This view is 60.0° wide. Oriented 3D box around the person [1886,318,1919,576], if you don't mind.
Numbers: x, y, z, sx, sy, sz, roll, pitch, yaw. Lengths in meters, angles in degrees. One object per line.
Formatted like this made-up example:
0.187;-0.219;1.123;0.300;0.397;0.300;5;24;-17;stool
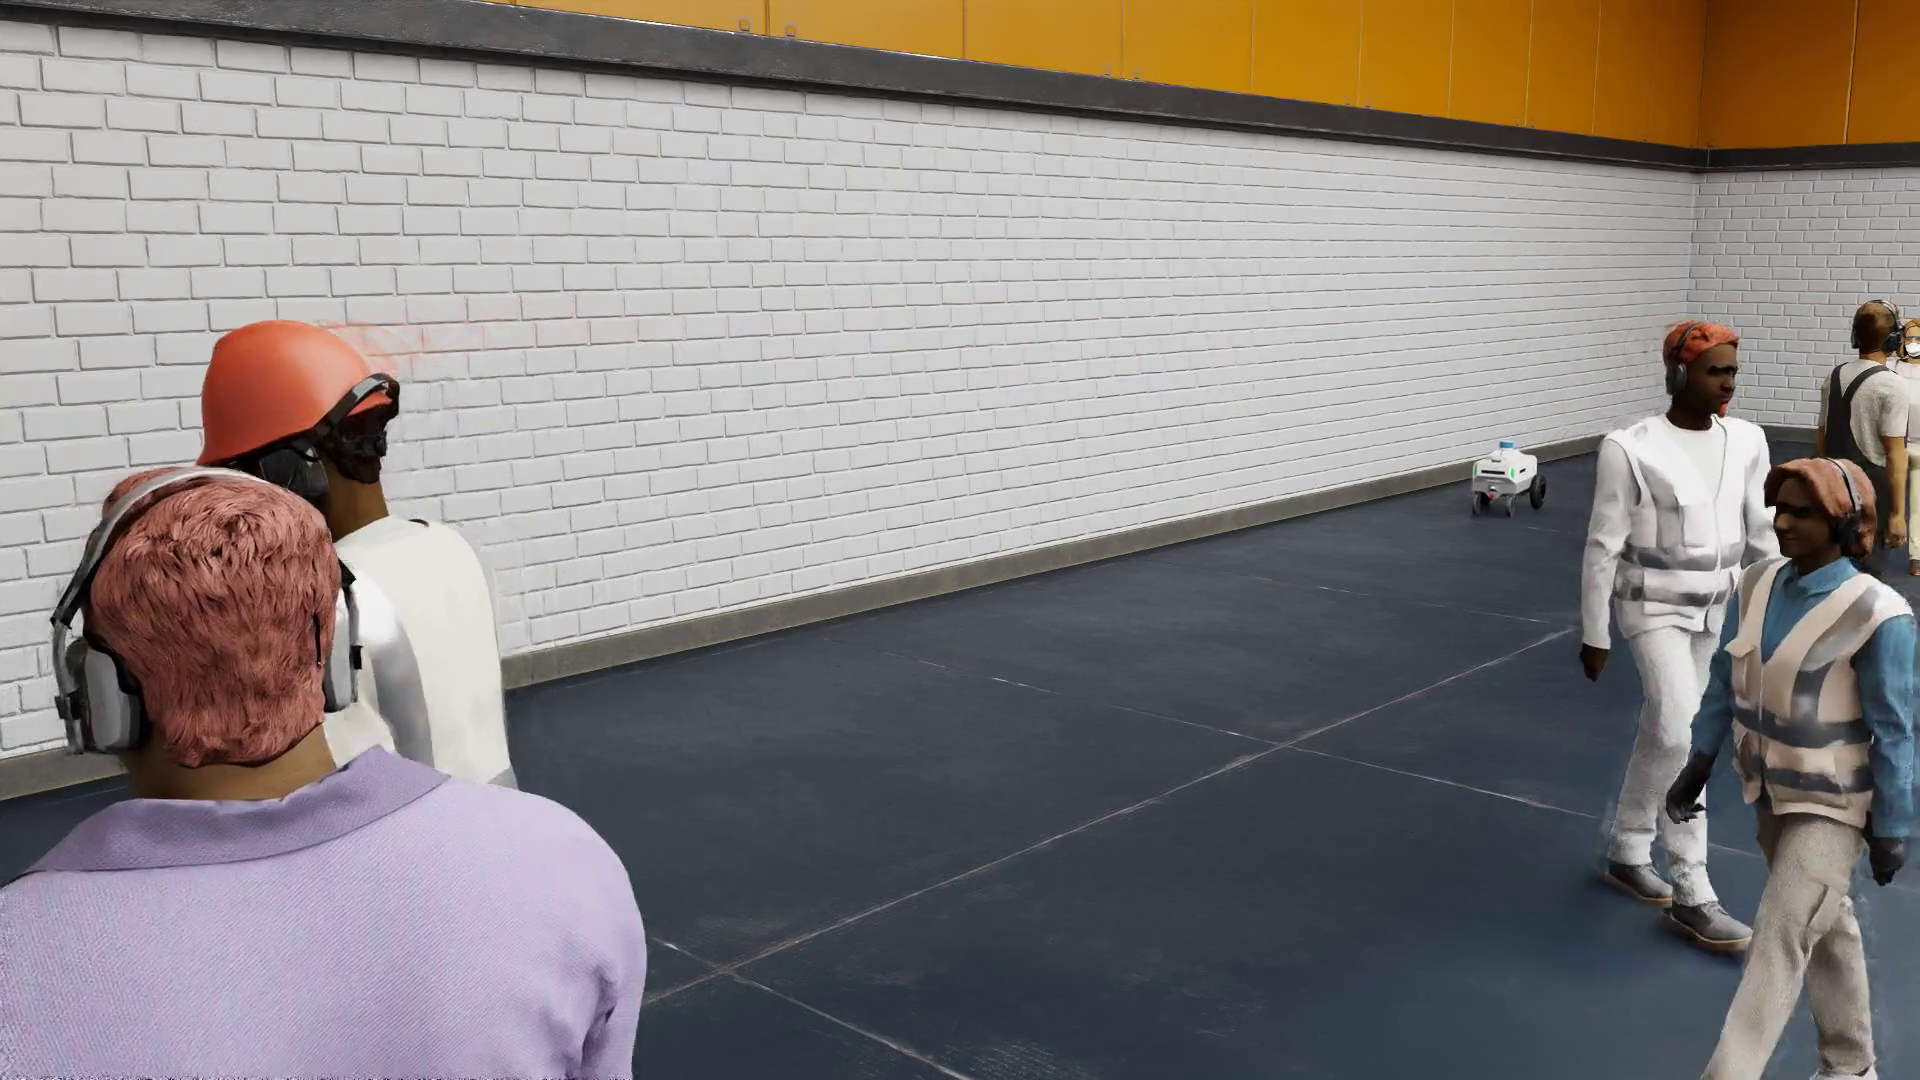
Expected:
6.038;-0.590;10.598;0.501;1.633;0.279;8;13;37;person

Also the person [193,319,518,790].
-0.850;0.632;2.687;1.091;1.976;0.664;2;10;9;person

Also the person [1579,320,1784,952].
2.264;0.285;5.010;0.582;1.852;0.816;-4;11;-22;person

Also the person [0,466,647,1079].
-0.594;0.878;1.487;0.655;1.901;0.398;-7;12;-36;person

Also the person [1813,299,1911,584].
4.097;-0.161;7.551;0.333;1.845;0.513;-2;10;-11;person

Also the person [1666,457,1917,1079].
1.873;0.610;3.827;0.833;1.603;0.511;-2;10;-10;person

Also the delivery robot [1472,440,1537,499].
4.308;-0.545;13.144;0.477;0.478;0.707;7;12;33;delivery robot
